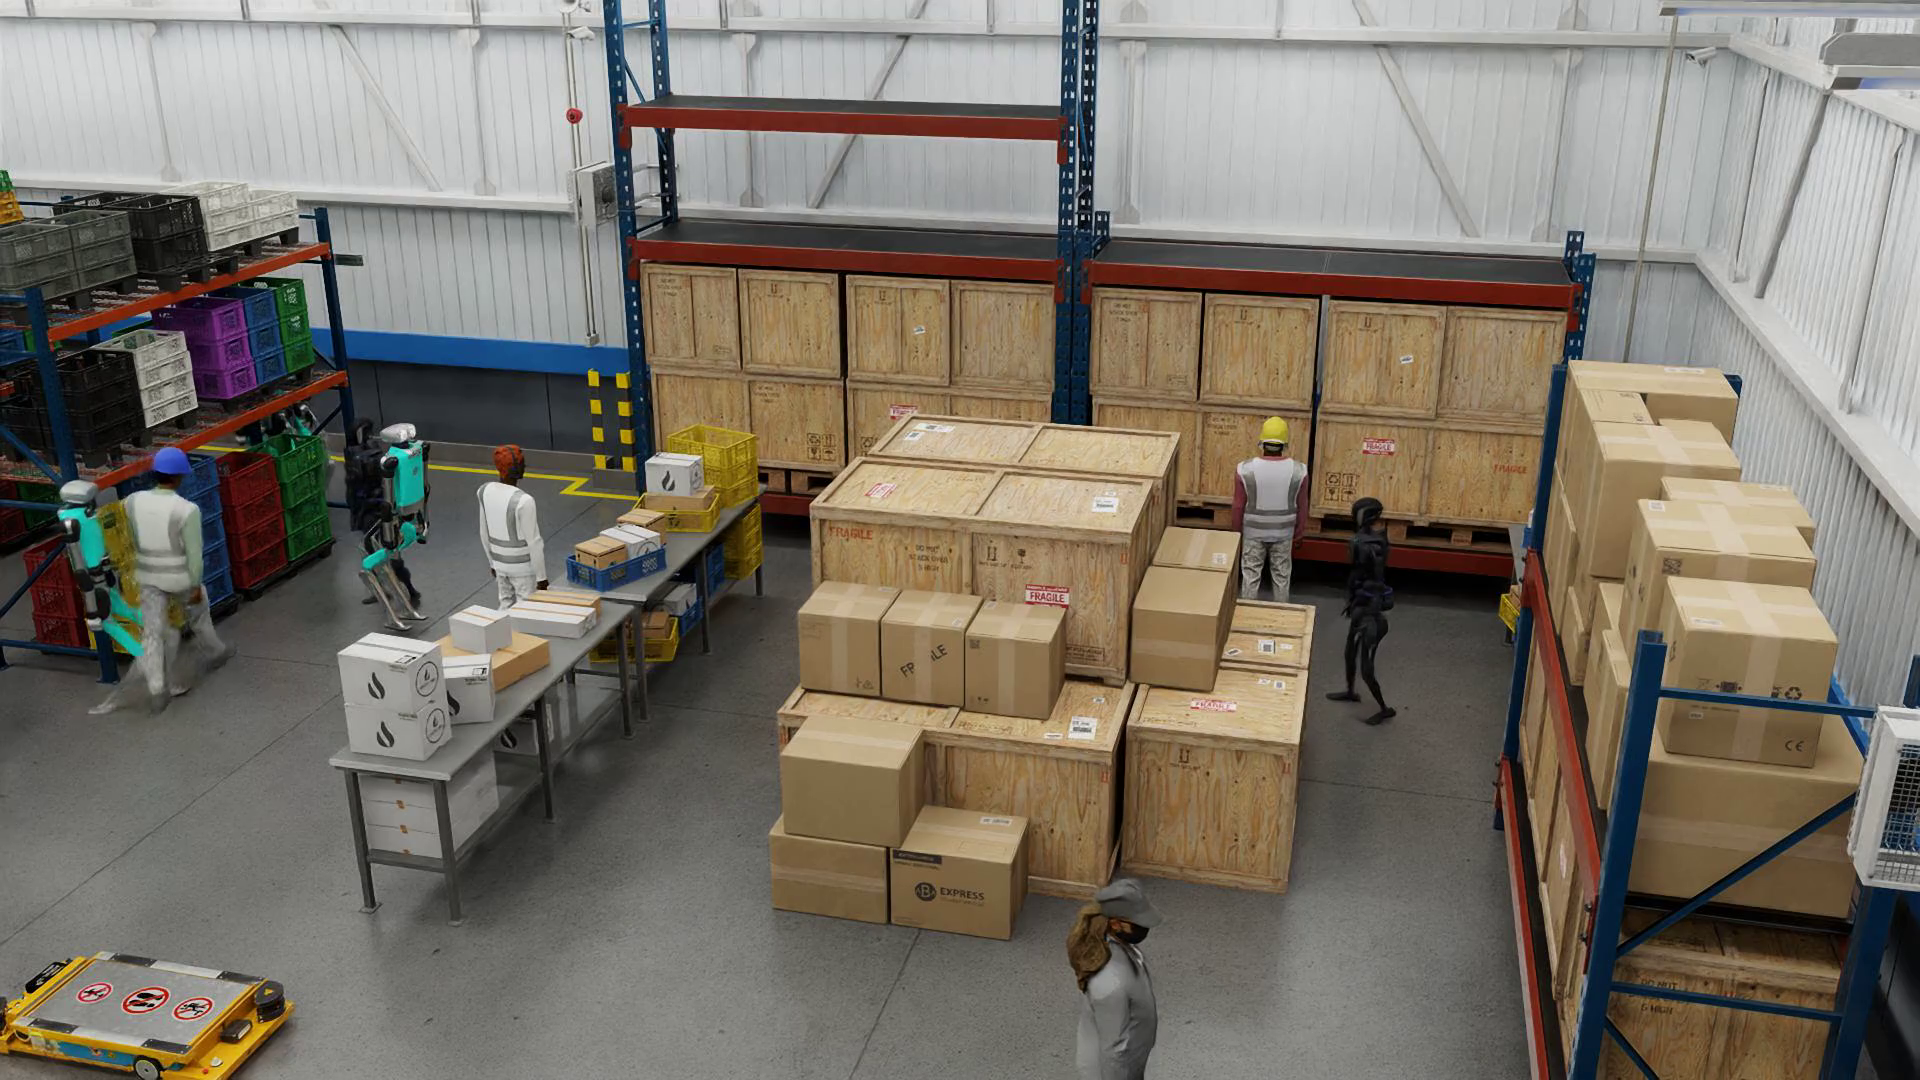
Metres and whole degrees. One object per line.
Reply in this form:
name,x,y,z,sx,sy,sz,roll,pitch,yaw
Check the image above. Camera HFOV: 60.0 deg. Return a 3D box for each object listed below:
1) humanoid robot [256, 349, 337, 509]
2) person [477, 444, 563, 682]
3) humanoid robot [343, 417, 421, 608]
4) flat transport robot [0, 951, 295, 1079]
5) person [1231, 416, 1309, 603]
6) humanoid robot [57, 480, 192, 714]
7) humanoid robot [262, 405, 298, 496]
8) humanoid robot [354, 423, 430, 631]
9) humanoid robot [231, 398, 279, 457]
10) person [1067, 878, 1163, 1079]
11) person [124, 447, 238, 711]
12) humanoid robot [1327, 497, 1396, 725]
humanoid robot,-6.232,-1.061,15.777,0.798,1.782,0.536,11,23,26
person,-3.259,0.202,12.255,0.585,1.881,0.342,14,25,33
humanoid robot,-4.778,-0.233,13.675,0.609,1.641,0.370,10,23,25
flat transport robot,-4.270,2.464,8.601,1.431,0.231,0.659,5,22,13
person,2.418,-0.081,13.066,0.589,1.833,0.404,1,21,2
humanoid robot,-5.929,0.410,11.936,0.866,1.784,0.549,-4,21,-11
humanoid robot,-6.627,-1.175,16.127,0.315,1.657,0.599,-8,22,-20
humanoid robot,-4.535,-0.122,13.166,0.739,1.691,0.530,7,22,18
humanoid robot,-6.725,-1.127,15.952,0.751,1.787,0.531,-8,22,-20
person,0.642,2.222,7.130,0.394,1.767,0.574,2,21,4
person,-5.750,0.239,12.177,0.611,1.872,1.055,1,21,2
humanoid robot,2.922,0.478,11.824,0.391,1.640,0.613,-2,21,-5
